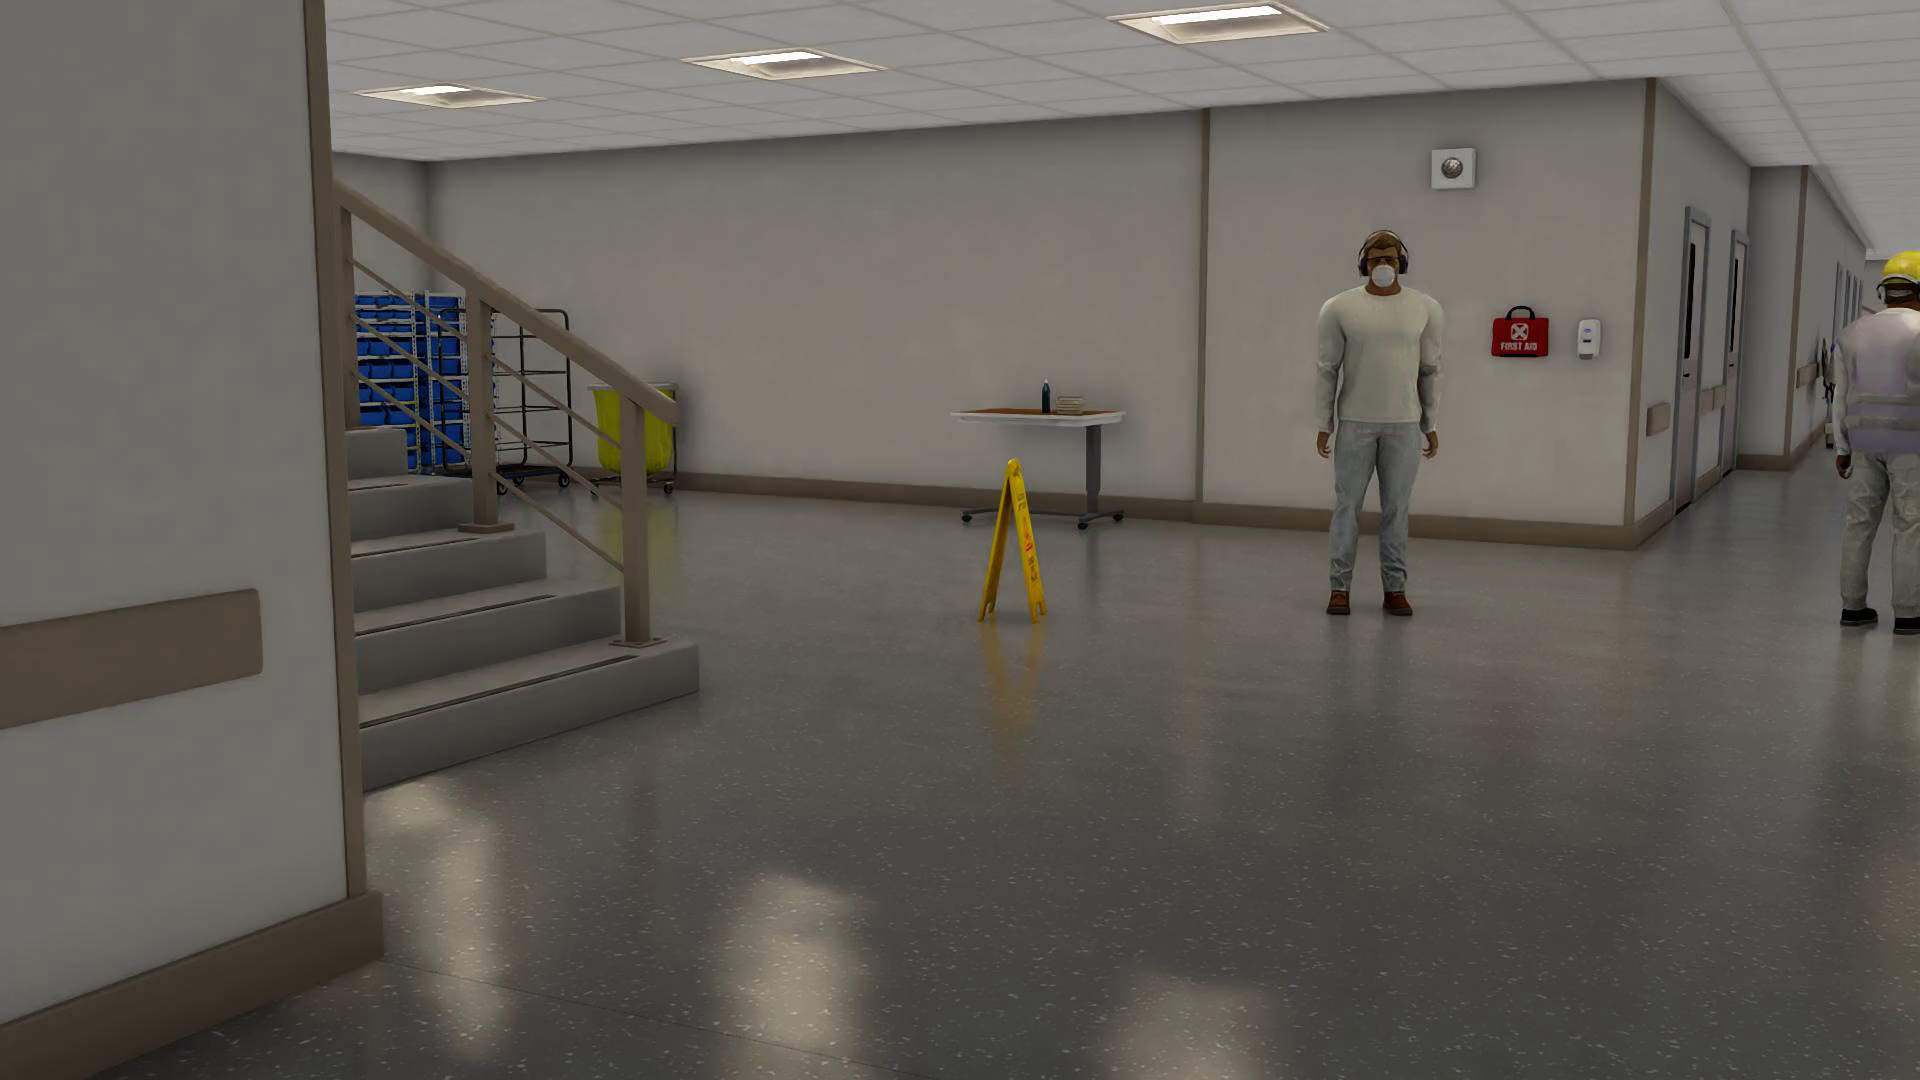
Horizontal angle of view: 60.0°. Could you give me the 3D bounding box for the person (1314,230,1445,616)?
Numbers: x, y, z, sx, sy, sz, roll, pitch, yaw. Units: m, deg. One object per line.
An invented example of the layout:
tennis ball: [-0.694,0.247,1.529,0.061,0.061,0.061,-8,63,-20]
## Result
person: [2.108,-0.580,8.402,0.635,1.937,0.353,1,7,5]

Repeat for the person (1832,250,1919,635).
person: [4.472,-0.461,7.948,0.403,1.824,0.590,-5,9,-32]
